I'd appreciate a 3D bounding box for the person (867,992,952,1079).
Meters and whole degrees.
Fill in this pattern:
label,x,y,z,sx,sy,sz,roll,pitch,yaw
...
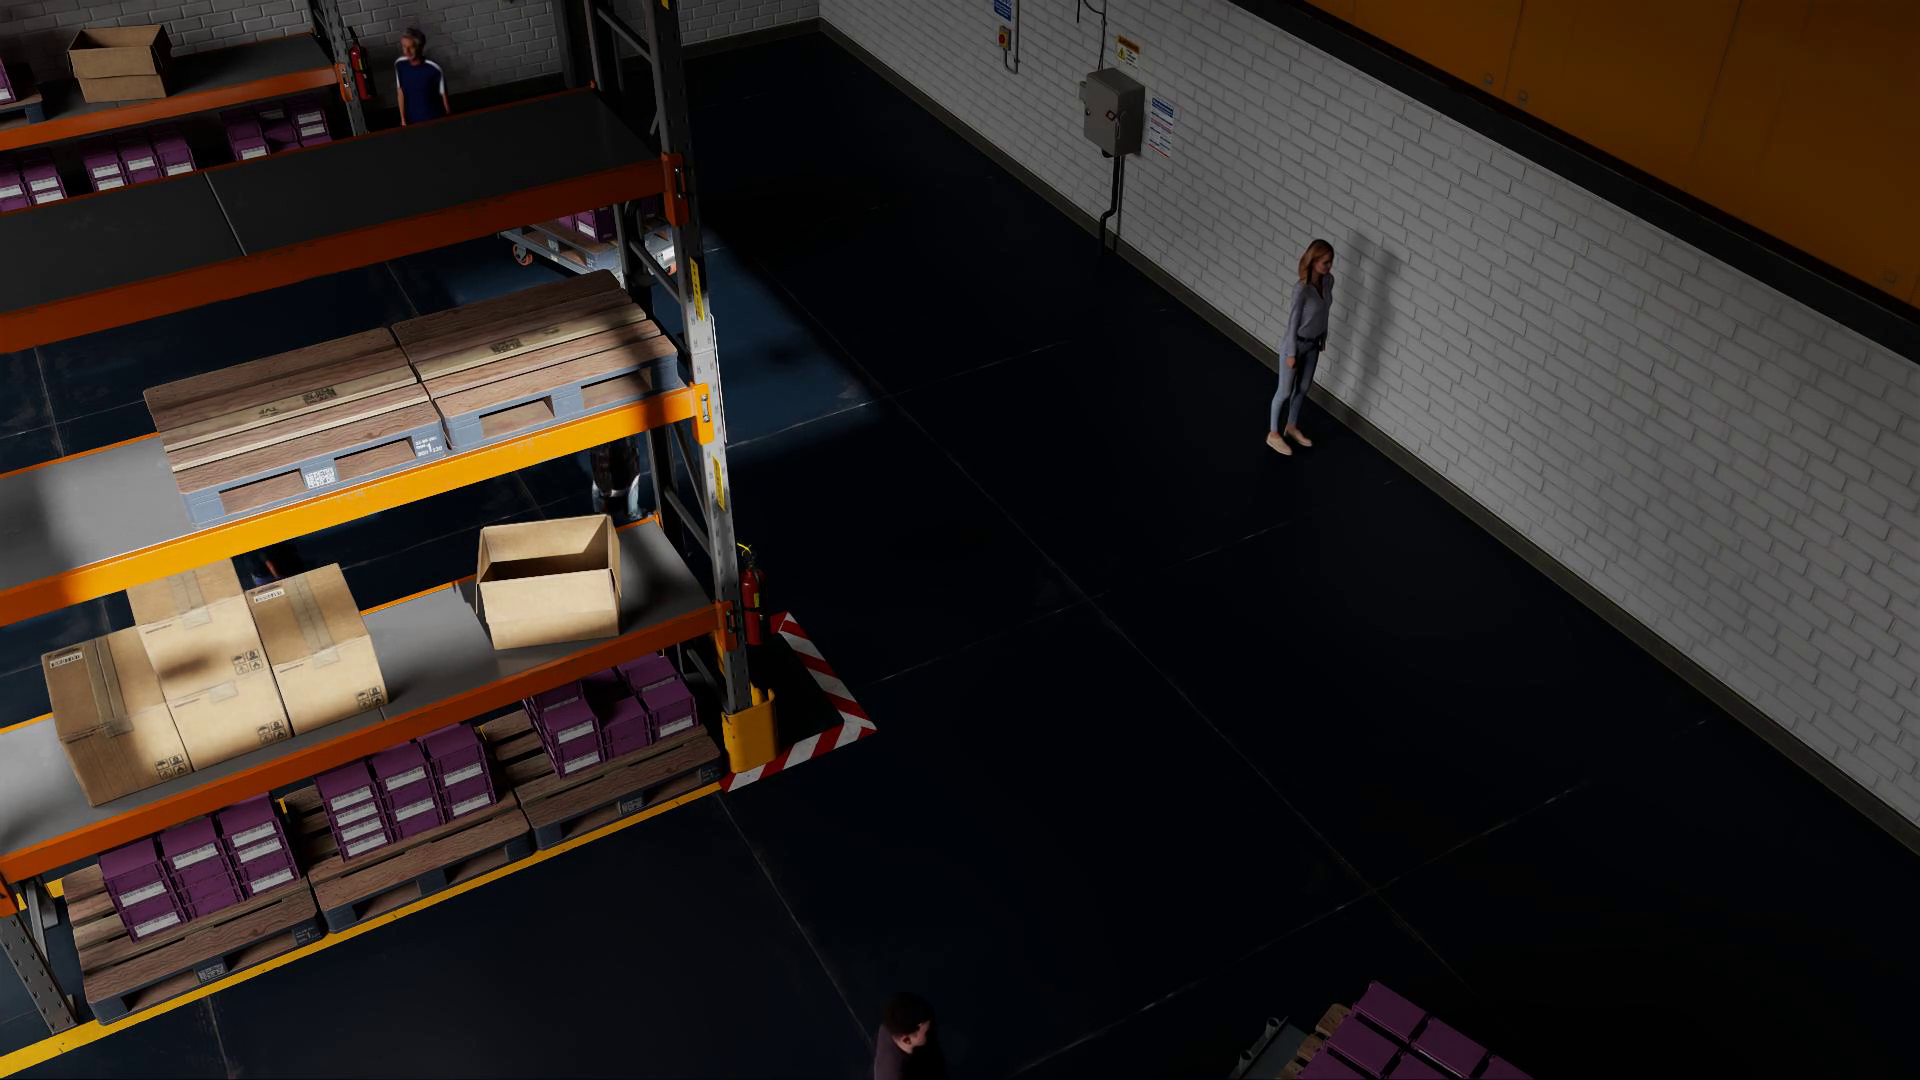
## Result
label,x,y,z,sx,sy,sz,roll,pitch,yaw
person,-0.287,2.616,7.433,0.973,1.841,0.915,7,39,9

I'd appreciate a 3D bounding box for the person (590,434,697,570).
label,x,y,z,sx,sy,sz,roll,pitch,yaw
person,-2.235,-0.414,11.260,1.116,1.799,1.074,11,40,13

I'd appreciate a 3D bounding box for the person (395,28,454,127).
label,x,y,z,sx,sy,sz,roll,pitch,yaw
person,-4.994,-3.995,15.739,1.125,1.805,1.226,12,40,14

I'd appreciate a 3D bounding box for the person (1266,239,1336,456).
label,x,y,z,sx,sy,sz,roll,pitch,yaw
person,2.583,-1.469,12.585,0.475,1.794,0.667,-25,45,-28
